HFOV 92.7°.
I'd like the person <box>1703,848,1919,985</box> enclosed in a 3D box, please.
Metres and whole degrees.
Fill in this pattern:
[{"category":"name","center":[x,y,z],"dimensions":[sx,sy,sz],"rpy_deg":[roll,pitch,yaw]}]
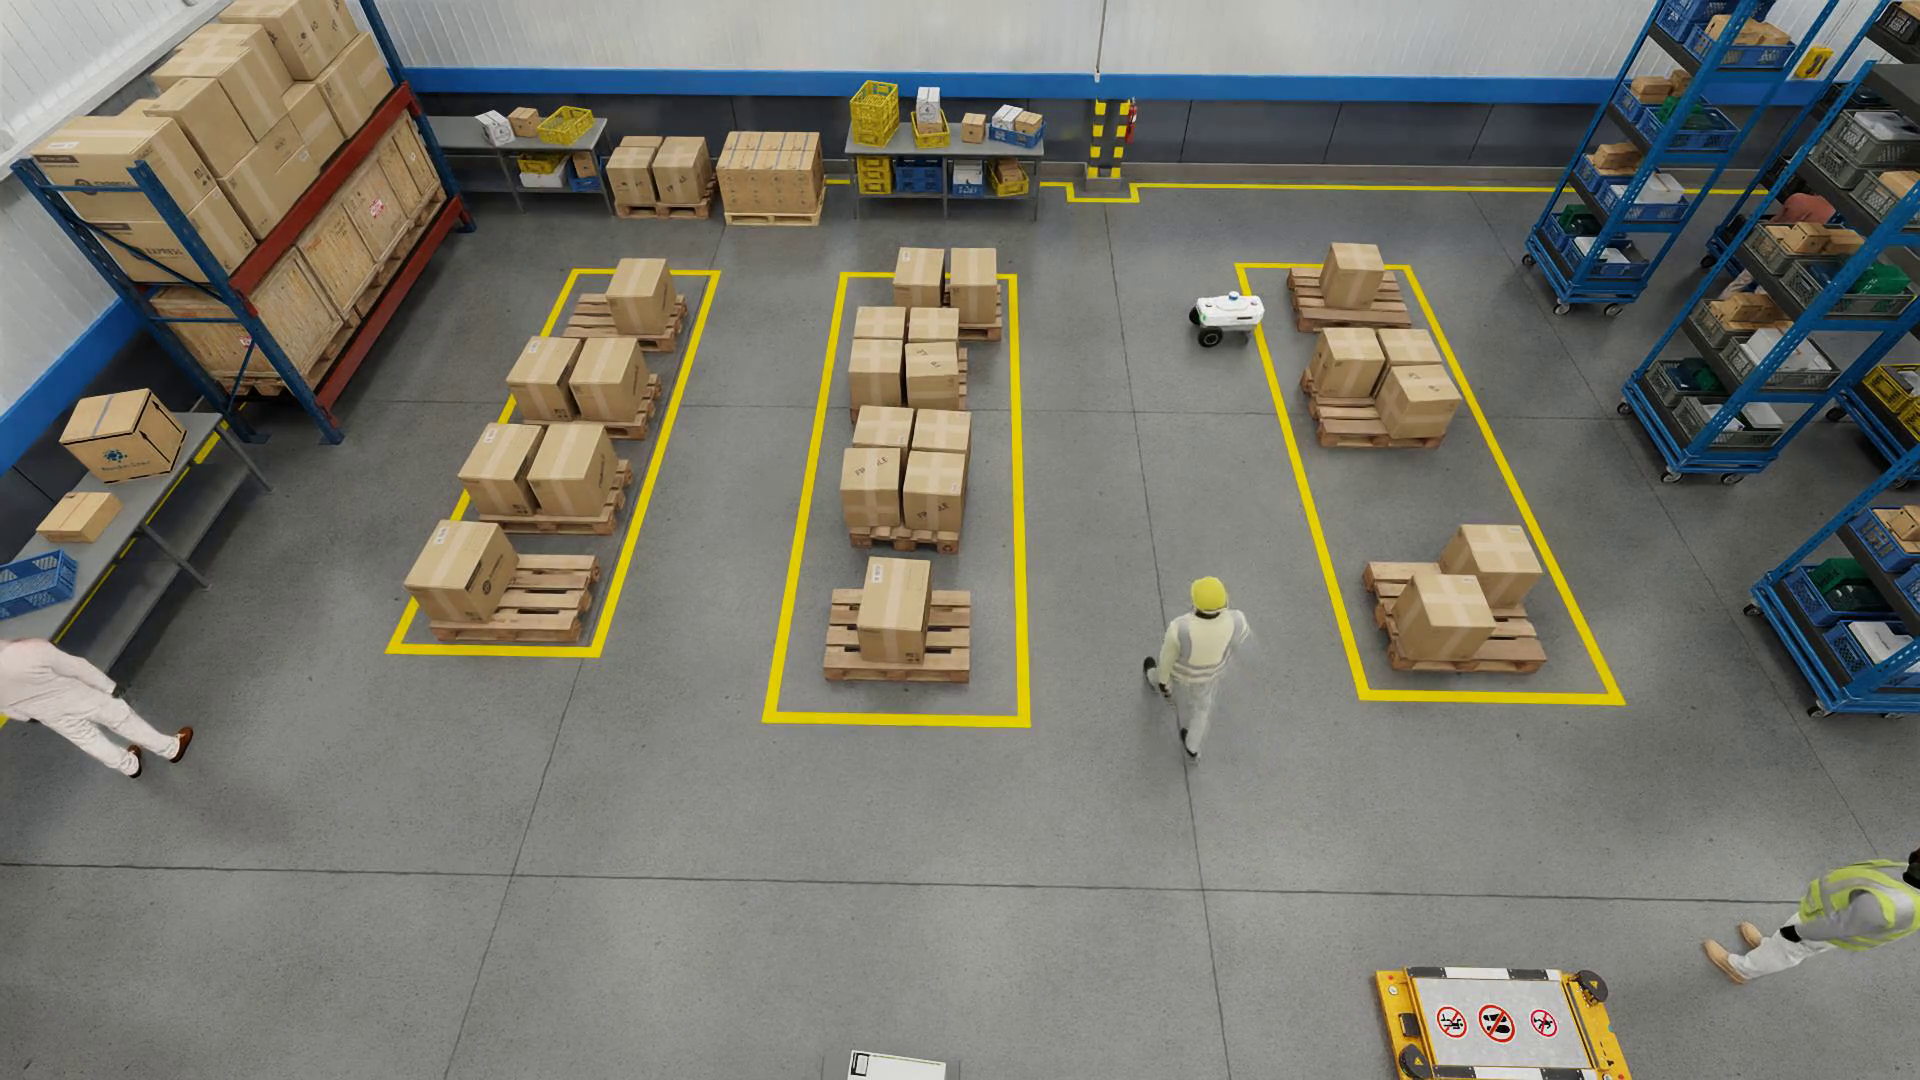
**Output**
[{"category":"person","center":[5.343,2.295,5.594],"dimensions":[0.624,1.841,0.430],"rpy_deg":[-13,52,-10]}]

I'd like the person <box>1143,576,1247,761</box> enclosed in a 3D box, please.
[{"category":"person","center":[1.728,0.868,6.798],"dimensions":[0.593,1.785,0.944],"rpy_deg":[-3,51,-3]}]

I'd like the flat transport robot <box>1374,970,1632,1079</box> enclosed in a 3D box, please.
[{"category":"flat transport robot","center":[3.501,3.133,5.914],"dimensions":[1.431,0.197,0.652],"rpy_deg":[1,51,1]}]

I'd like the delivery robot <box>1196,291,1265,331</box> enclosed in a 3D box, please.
[{"category":"delivery robot","center":[3.036,-2.575,10.327],"dimensions":[0.707,0.478,0.477],"rpy_deg":[-4,51,-3]}]

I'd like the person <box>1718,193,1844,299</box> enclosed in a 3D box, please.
[{"category":"person","center":[8.836,-3.045,9.860],"dimensions":[0.411,1.980,0.626],"rpy_deg":[-20,53,-15]}]

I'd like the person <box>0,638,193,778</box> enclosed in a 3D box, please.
[{"category":"person","center":[-6.362,1.107,6.518],"dimensions":[0.636,1.910,0.405],"rpy_deg":[-18,53,-14]}]
